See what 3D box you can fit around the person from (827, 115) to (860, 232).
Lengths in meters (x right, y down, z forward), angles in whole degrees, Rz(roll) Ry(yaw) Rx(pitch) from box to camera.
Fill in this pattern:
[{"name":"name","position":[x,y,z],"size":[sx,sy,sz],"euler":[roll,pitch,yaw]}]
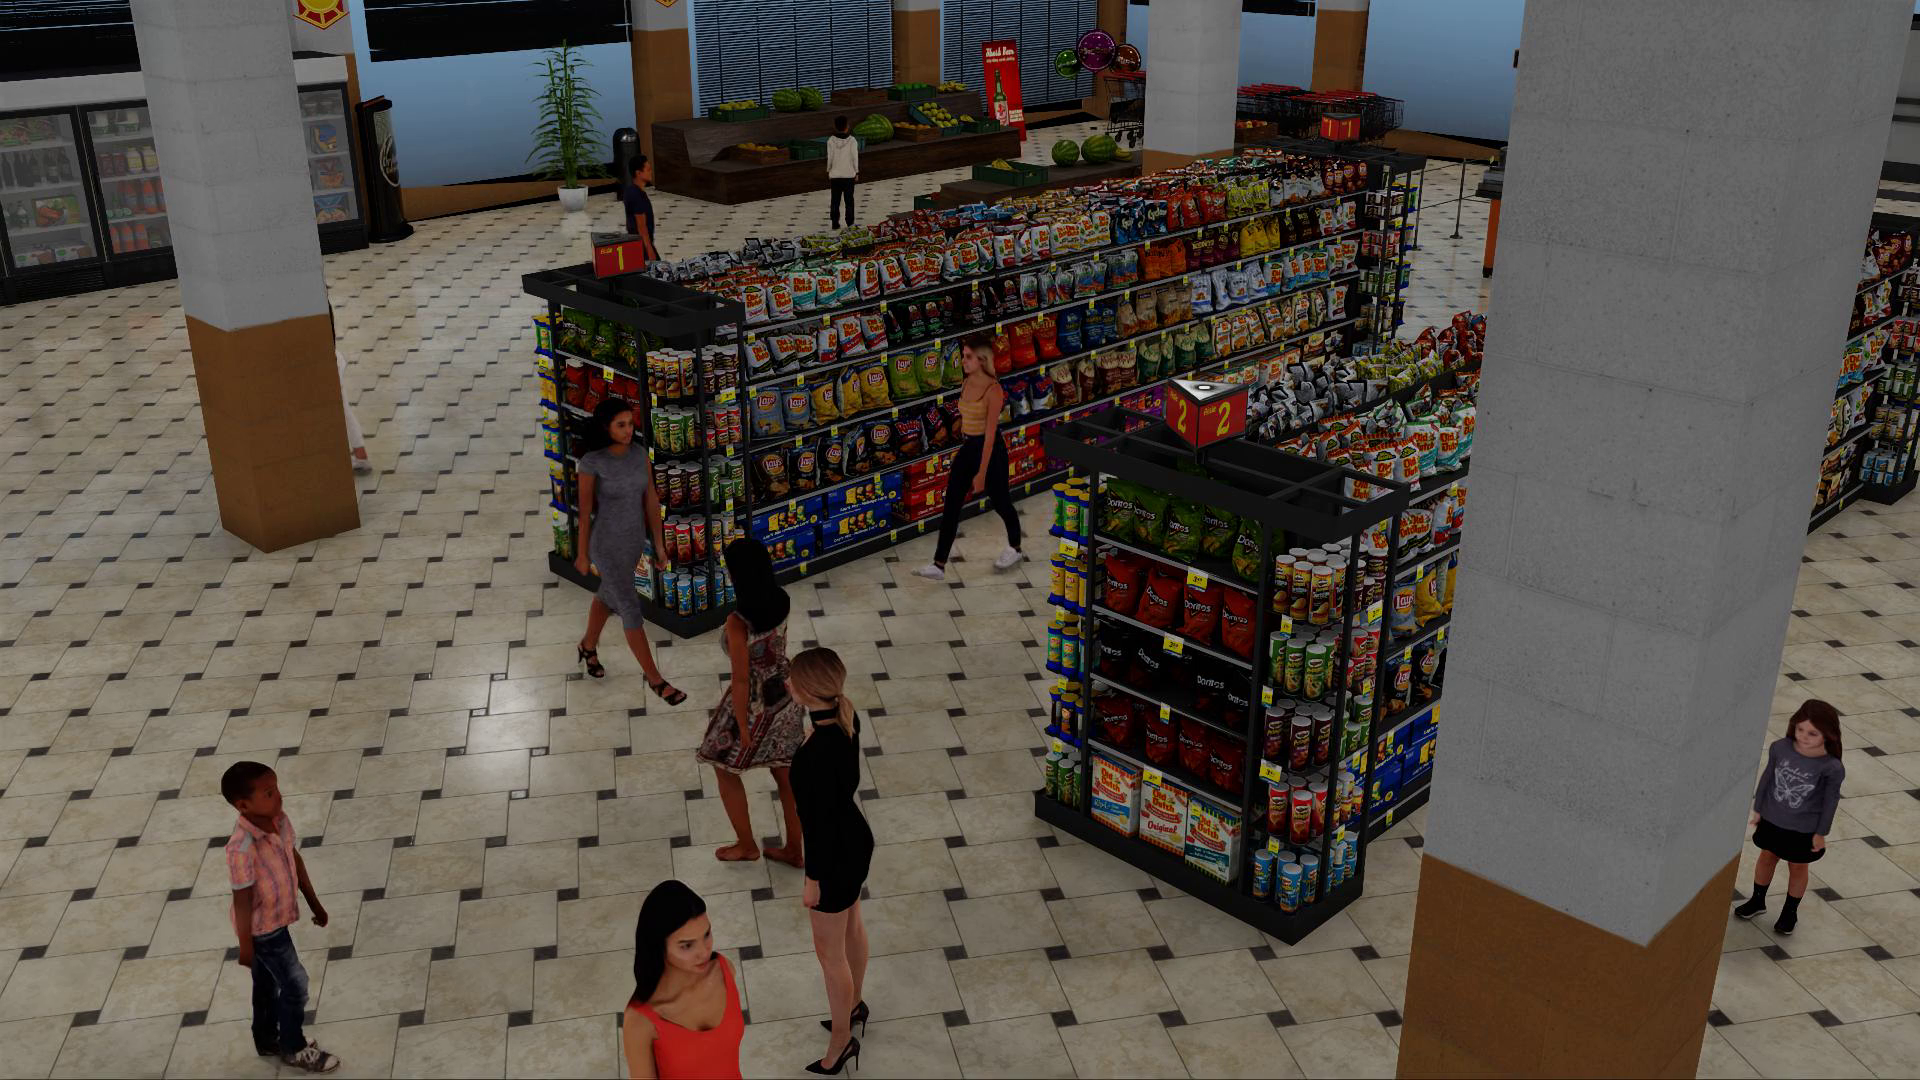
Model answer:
[{"name":"person","position":[-1.512,-4.704,21.359],"size":[0.647,1.452,0.651],"euler":[6,23,14]}]

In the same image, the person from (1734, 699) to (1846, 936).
[{"name":"person","position":[3.607,1.177,7.188],"size":[0.451,1.106,0.478],"euler":[-18,28,-38]}]

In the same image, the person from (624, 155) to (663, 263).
[{"name":"person","position":[-3.229,-2.886,16.407],"size":[0.973,1.772,0.910],"euler":[-1,22,-1]}]

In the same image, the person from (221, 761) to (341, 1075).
[{"name":"person","position":[-2.694,1.425,6.314],"size":[0.703,1.297,0.643],"euler":[0,22,0]}]

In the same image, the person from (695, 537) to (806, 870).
[{"name":"person","position":[-0.814,0.773,7.489],"size":[0.776,1.631,0.655],"euler":[15,26,32]}]

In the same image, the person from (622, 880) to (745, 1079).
[{"name":"person","position":[-0.784,1.767,4.898],"size":[0.689,1.719,0.534],"euler":[13,25,30]}]

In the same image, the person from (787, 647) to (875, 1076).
[{"name":"person","position":[-0.485,1.201,6.239],"size":[0.714,1.768,0.622],"euler":[4,22,10]}]

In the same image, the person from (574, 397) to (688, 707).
[{"name":"person","position":[-1.950,0.059,9.143],"size":[0.717,1.722,1.122],"euler":[17,28,36]}]

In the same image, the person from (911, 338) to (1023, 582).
[{"name":"person","position":[0.210,-0.504,10.730],"size":[1.127,1.583,0.667],"euler":[-17,27,-35]}]
